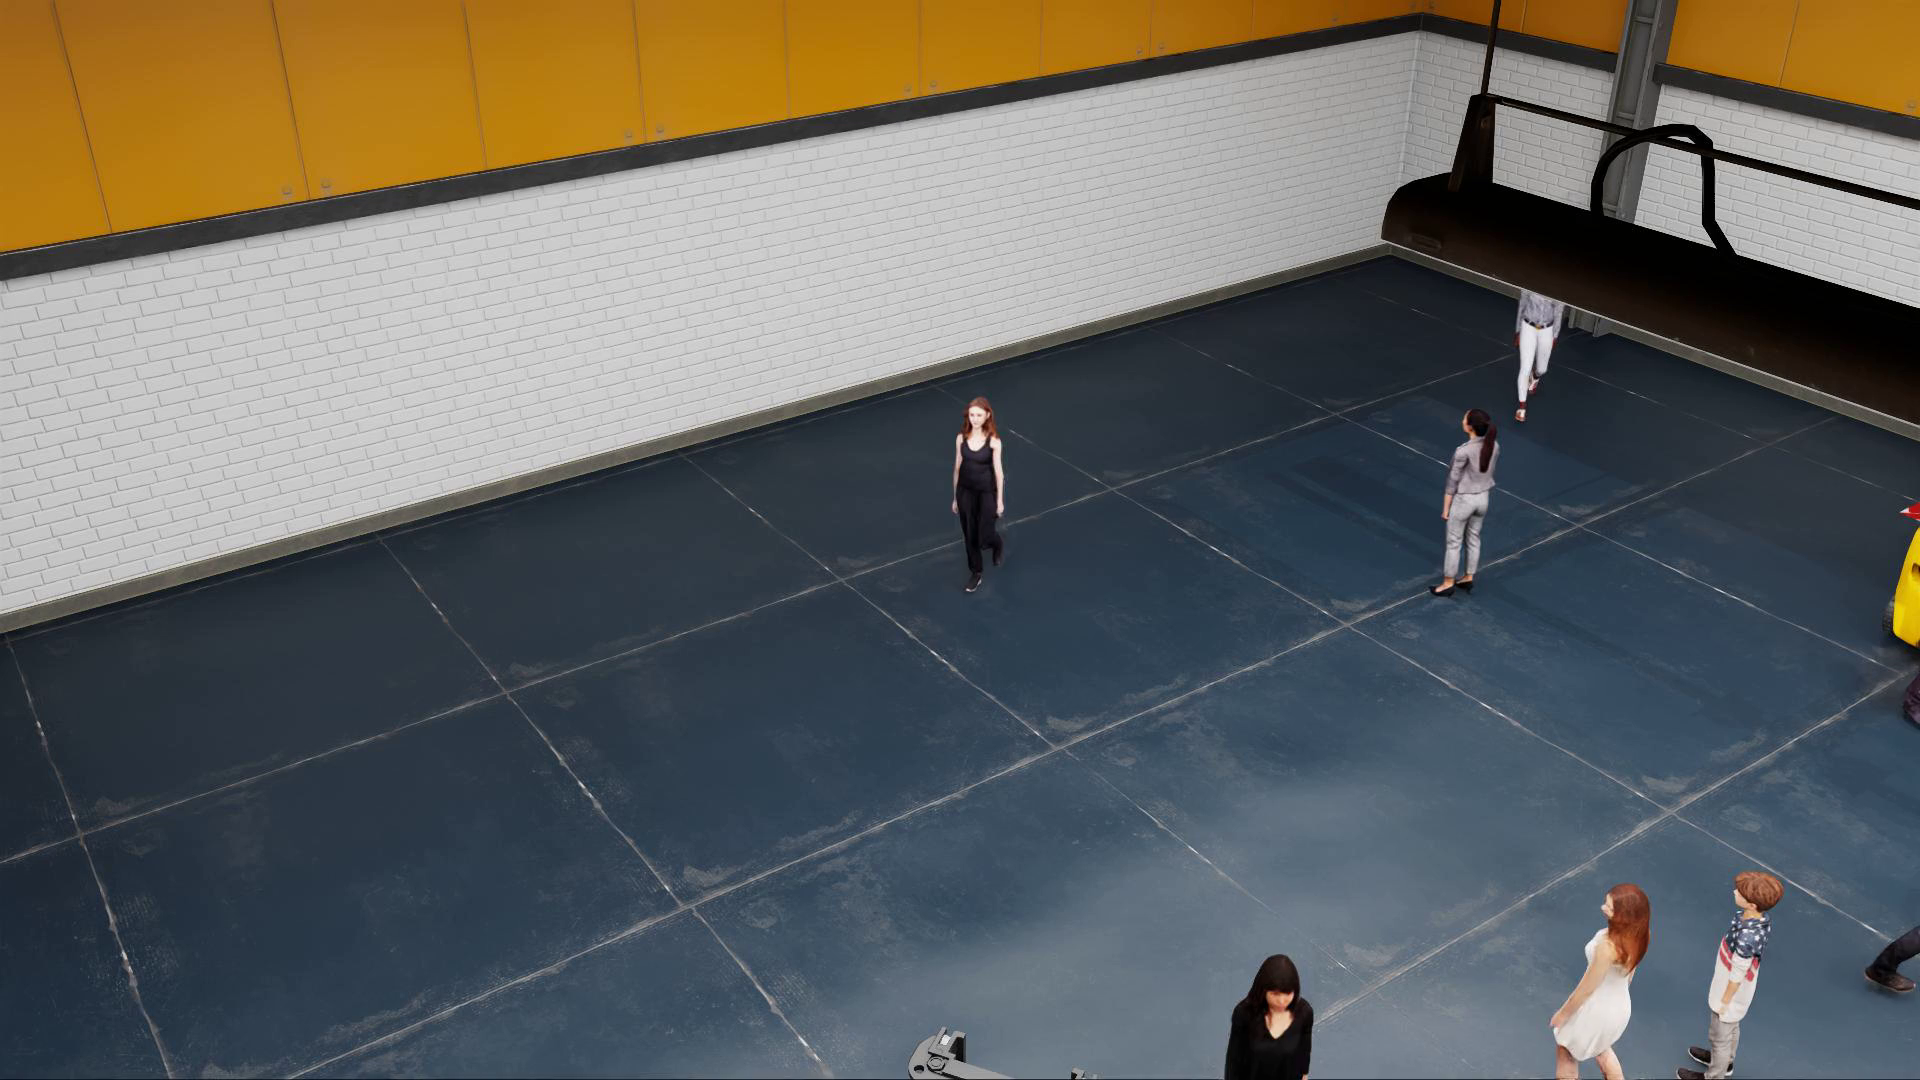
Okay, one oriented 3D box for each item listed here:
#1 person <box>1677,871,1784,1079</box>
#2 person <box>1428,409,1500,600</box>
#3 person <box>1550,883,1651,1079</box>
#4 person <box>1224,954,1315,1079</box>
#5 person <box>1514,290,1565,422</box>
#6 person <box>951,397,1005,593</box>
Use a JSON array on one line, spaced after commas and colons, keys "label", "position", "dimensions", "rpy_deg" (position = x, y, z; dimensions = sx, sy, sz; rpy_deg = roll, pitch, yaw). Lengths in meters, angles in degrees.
[{"label": "person", "position": [4.192, 2.383, 8.980], "dimensions": [0.582, 1.438, 0.571], "rpy_deg": [17, 33, 28]}, {"label": "person", "position": [4.168, -0.291, 13.633], "dimensions": [0.652, 1.676, 0.623], "rpy_deg": [-13, 31, -22]}, {"label": "person", "position": [3.362, 2.466, 8.570], "dimensions": [0.632, 1.686, 0.841], "rpy_deg": [-20, 35, -33]}, {"label": "person", "position": [1.519, 2.637, 8.317], "dimensions": [0.828, 1.628, 0.902], "rpy_deg": [2, 29, 3]}, {"label": "person", "position": [5.862, -2.096, 16.913], "dimensions": [0.996, 1.704, 0.978], "rpy_deg": [10, 30, 18]}, {"label": "person", "position": [0.180, -0.424, 13.819], "dimensions": [0.859, 1.731, 0.886], "rpy_deg": [9, 30, 16]}]
